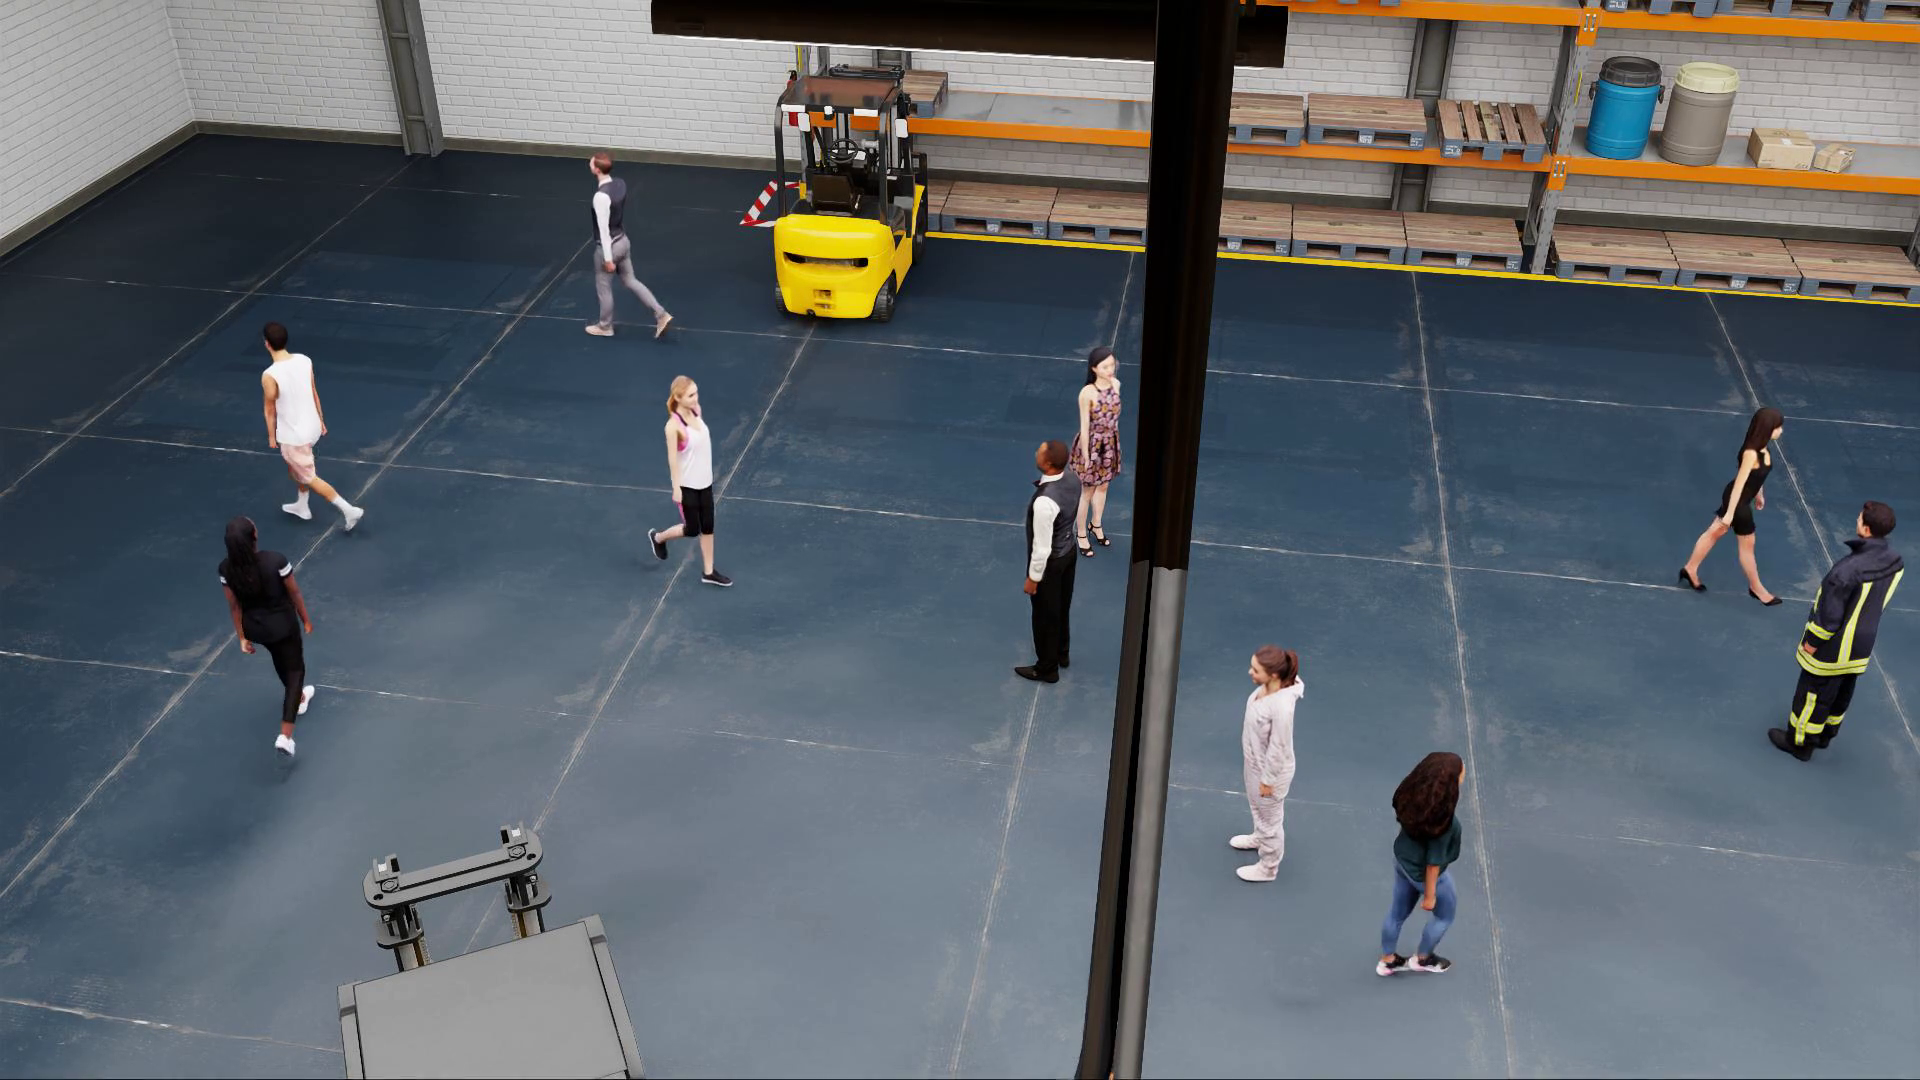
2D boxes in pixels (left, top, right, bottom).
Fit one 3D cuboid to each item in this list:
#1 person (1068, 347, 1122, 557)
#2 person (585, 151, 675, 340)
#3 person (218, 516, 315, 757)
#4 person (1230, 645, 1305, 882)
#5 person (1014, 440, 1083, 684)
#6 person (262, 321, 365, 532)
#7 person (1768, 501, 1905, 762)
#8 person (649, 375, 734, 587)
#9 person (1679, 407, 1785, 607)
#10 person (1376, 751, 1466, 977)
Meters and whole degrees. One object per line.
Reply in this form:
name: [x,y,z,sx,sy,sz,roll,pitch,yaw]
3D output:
person: [1.071,-0.689,12.926,0.801,1.775,0.847,-28,43,-36]
person: [-3.244,-2.798,15.978,1.209,1.908,0.769,10,35,15]
person: [-4.553,0.640,10.994,1.110,1.701,0.842,-2,34,-3]
person: [1.875,1.316,9.989,0.630,1.685,0.671,-1,34,-1]
person: [0.638,0.140,11.550,0.703,1.918,0.757,17,37,23]
person: [-5.181,-0.840,13.173,1.149,1.753,0.773,11,35,16]
person: [5.760,0.598,10.852,0.854,1.927,0.954,-16,37,-23]
person: [-2.096,-0.447,12.563,1.015,1.774,0.772,14,36,20]
person: [5.734,-0.282,12.453,1.056,1.621,0.818,18,38,25]
person: [2.500,1.843,9.266,0.800,1.609,0.736,-9,35,-13]
